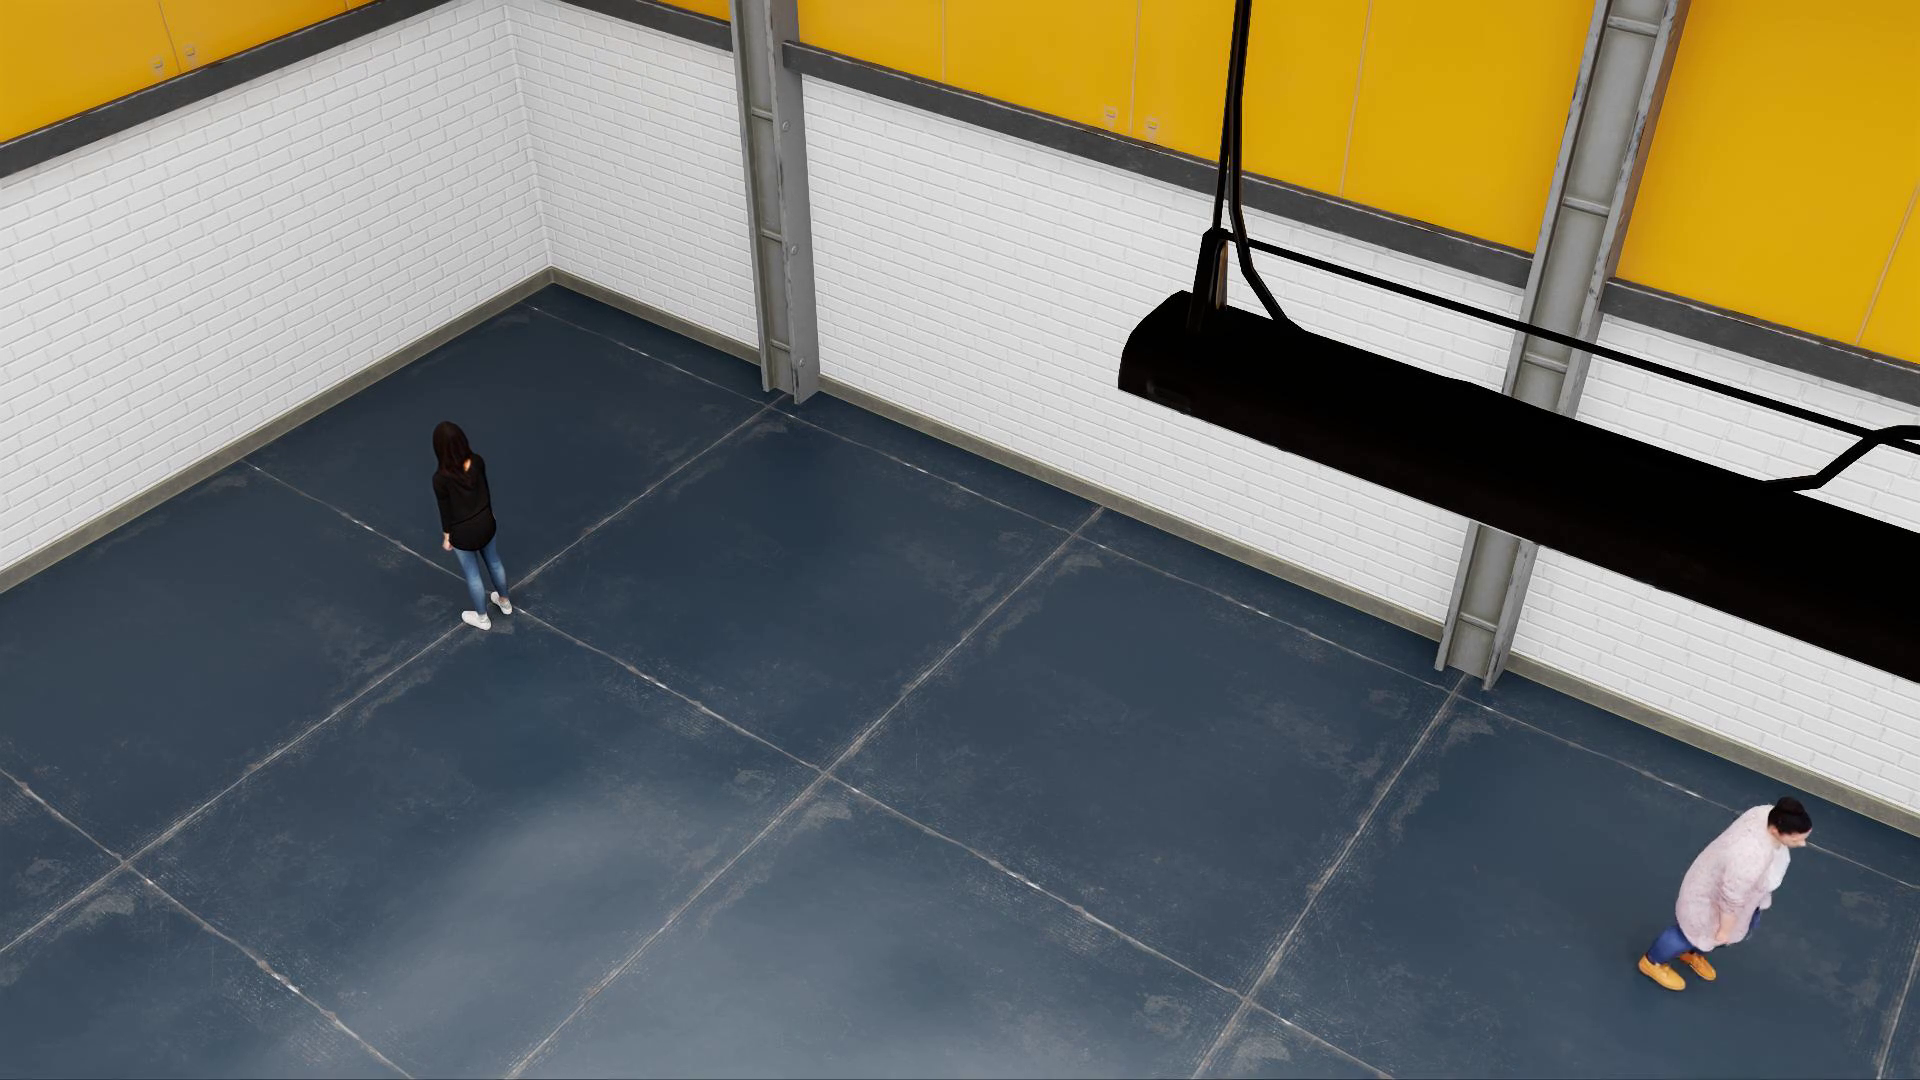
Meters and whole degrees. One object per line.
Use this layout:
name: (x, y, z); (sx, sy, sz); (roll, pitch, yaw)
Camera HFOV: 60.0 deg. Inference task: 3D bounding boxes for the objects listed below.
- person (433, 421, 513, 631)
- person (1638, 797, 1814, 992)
person: (-3.323, -0.106, 11.287); (0.526, 1.647, 0.570); (27, 46, 30)
person: (3.998, 1.818, 8.830); (0.780, 1.706, 0.750); (25, 45, 28)
